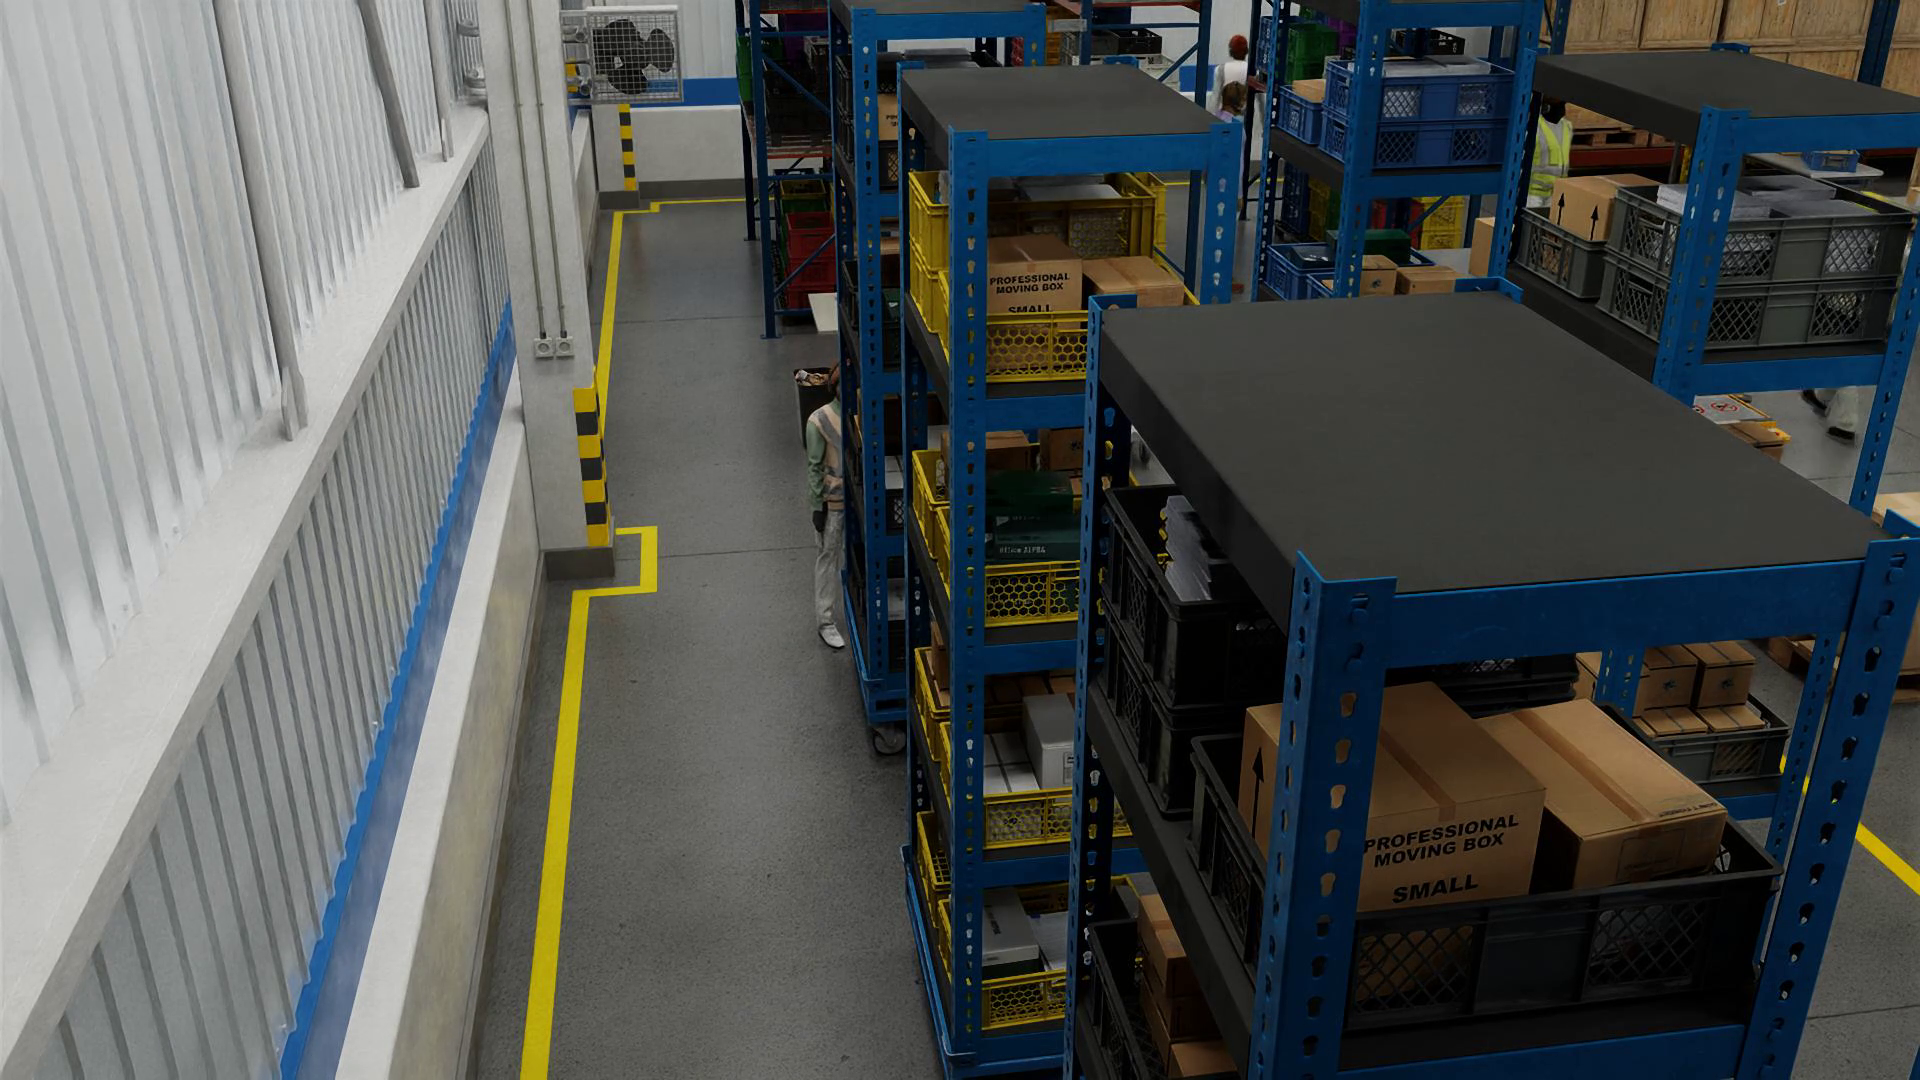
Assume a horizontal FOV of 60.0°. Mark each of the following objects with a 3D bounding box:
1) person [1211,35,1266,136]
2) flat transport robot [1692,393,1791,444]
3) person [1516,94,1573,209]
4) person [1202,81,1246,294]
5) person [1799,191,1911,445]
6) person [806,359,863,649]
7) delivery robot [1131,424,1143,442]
[{"bbox_3d":[3.125,-4.713,18.663,0.619,1.837,0.983,12,27,24],"label":"person"},{"bbox_3d":[5.224,-0.859,12.132,1.431,0.197,0.652,-4,25,-8],"label":"flat transport robot"},{"bbox_3d":[5.421,-3.267,15.503,0.623,1.844,0.429,-14,28,-28],"label":"person"},{"bbox_3d":[2.454,-3.254,15.375,0.395,1.931,0.626,-6,25,-12],"label":"person"},{"bbox_3d":[6.439,-1.646,12.063,0.598,1.762,0.925,-5,25,-10],"label":"person"},{"bbox_3d":[-0.618,-0.217,9.112,0.312,1.636,0.520,23,33,40],"label":"person"},{"bbox_3d":[1.020,-0.838,11.642,0.707,0.478,0.477,-16,29,-31],"label":"delivery robot"}]
